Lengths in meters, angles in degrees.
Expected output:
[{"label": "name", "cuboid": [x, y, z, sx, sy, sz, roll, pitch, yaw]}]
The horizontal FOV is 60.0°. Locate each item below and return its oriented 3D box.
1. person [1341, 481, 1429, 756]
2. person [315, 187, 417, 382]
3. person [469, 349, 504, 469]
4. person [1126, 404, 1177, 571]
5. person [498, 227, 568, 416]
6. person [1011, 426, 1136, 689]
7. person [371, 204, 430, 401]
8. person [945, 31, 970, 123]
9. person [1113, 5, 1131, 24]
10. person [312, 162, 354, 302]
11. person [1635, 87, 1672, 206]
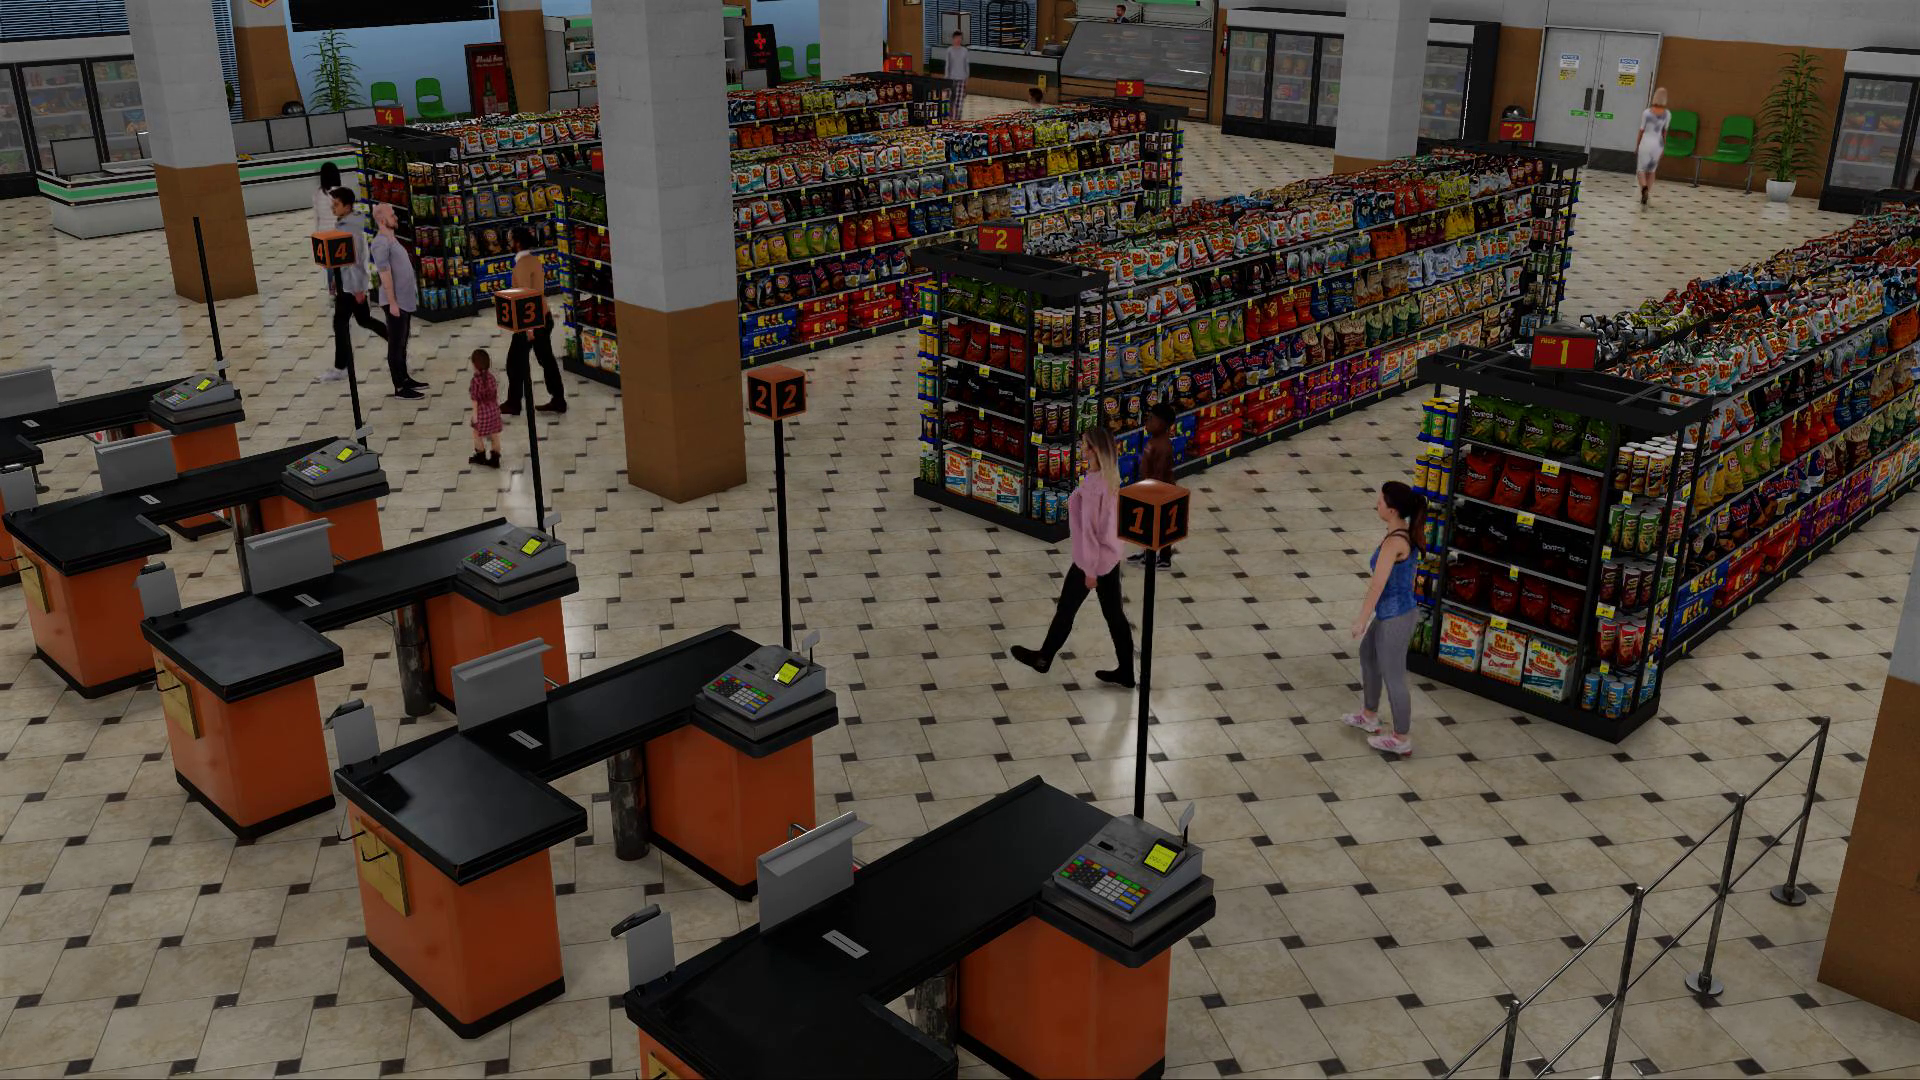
[{"label": "person", "cuboid": [2.496, 0.463, 9.298, 0.737, 1.592, 0.708, 11, 24, 25]}, {"label": "person", "cuboid": [-5.845, -2.494, 16.264, 1.305, 1.886, 1.015, -6, 23, -16]}, {"label": "person", "cuboid": [-3.955, -1.085, 13.930, 0.531, 1.012, 0.498, 15, 26, 33]}, {"label": "person", "cuboid": [1.470, -0.369, 11.832, 0.697, 1.247, 0.640, -1, 22, -2]}, {"label": "person", "cuboid": [-3.823, -1.967, 15.158, 1.056, 1.733, 1.012, 1, 22, 3]}, {"label": "person", "cuboid": [0.908, 0.145, 10.009, 0.863, 1.653, 1.022, 11, 24, 25]}, {"label": "person", "cuboid": [-5.351, -2.274, 15.779, 0.780, 1.838, 0.758, -4, 22, -9]}, {"label": "person", "cuboid": [-0.082, -8.974, 32.457, 0.909, 1.836, 0.947, -3, 22, -6]}, {"label": "person", "cuboid": [3.712, -11.419, 38.501, 0.633, 1.867, 0.551, 20, 30, 41]}, {"label": "person", "cuboid": [-7.197, -3.513, 19.157, 0.727, 1.620, 0.795, -2, 22, -4]}, {"label": "person", "cuboid": [10.302, -5.825, 24.756, 0.874, 1.735, 1.011, 5, 22, 11]}]
